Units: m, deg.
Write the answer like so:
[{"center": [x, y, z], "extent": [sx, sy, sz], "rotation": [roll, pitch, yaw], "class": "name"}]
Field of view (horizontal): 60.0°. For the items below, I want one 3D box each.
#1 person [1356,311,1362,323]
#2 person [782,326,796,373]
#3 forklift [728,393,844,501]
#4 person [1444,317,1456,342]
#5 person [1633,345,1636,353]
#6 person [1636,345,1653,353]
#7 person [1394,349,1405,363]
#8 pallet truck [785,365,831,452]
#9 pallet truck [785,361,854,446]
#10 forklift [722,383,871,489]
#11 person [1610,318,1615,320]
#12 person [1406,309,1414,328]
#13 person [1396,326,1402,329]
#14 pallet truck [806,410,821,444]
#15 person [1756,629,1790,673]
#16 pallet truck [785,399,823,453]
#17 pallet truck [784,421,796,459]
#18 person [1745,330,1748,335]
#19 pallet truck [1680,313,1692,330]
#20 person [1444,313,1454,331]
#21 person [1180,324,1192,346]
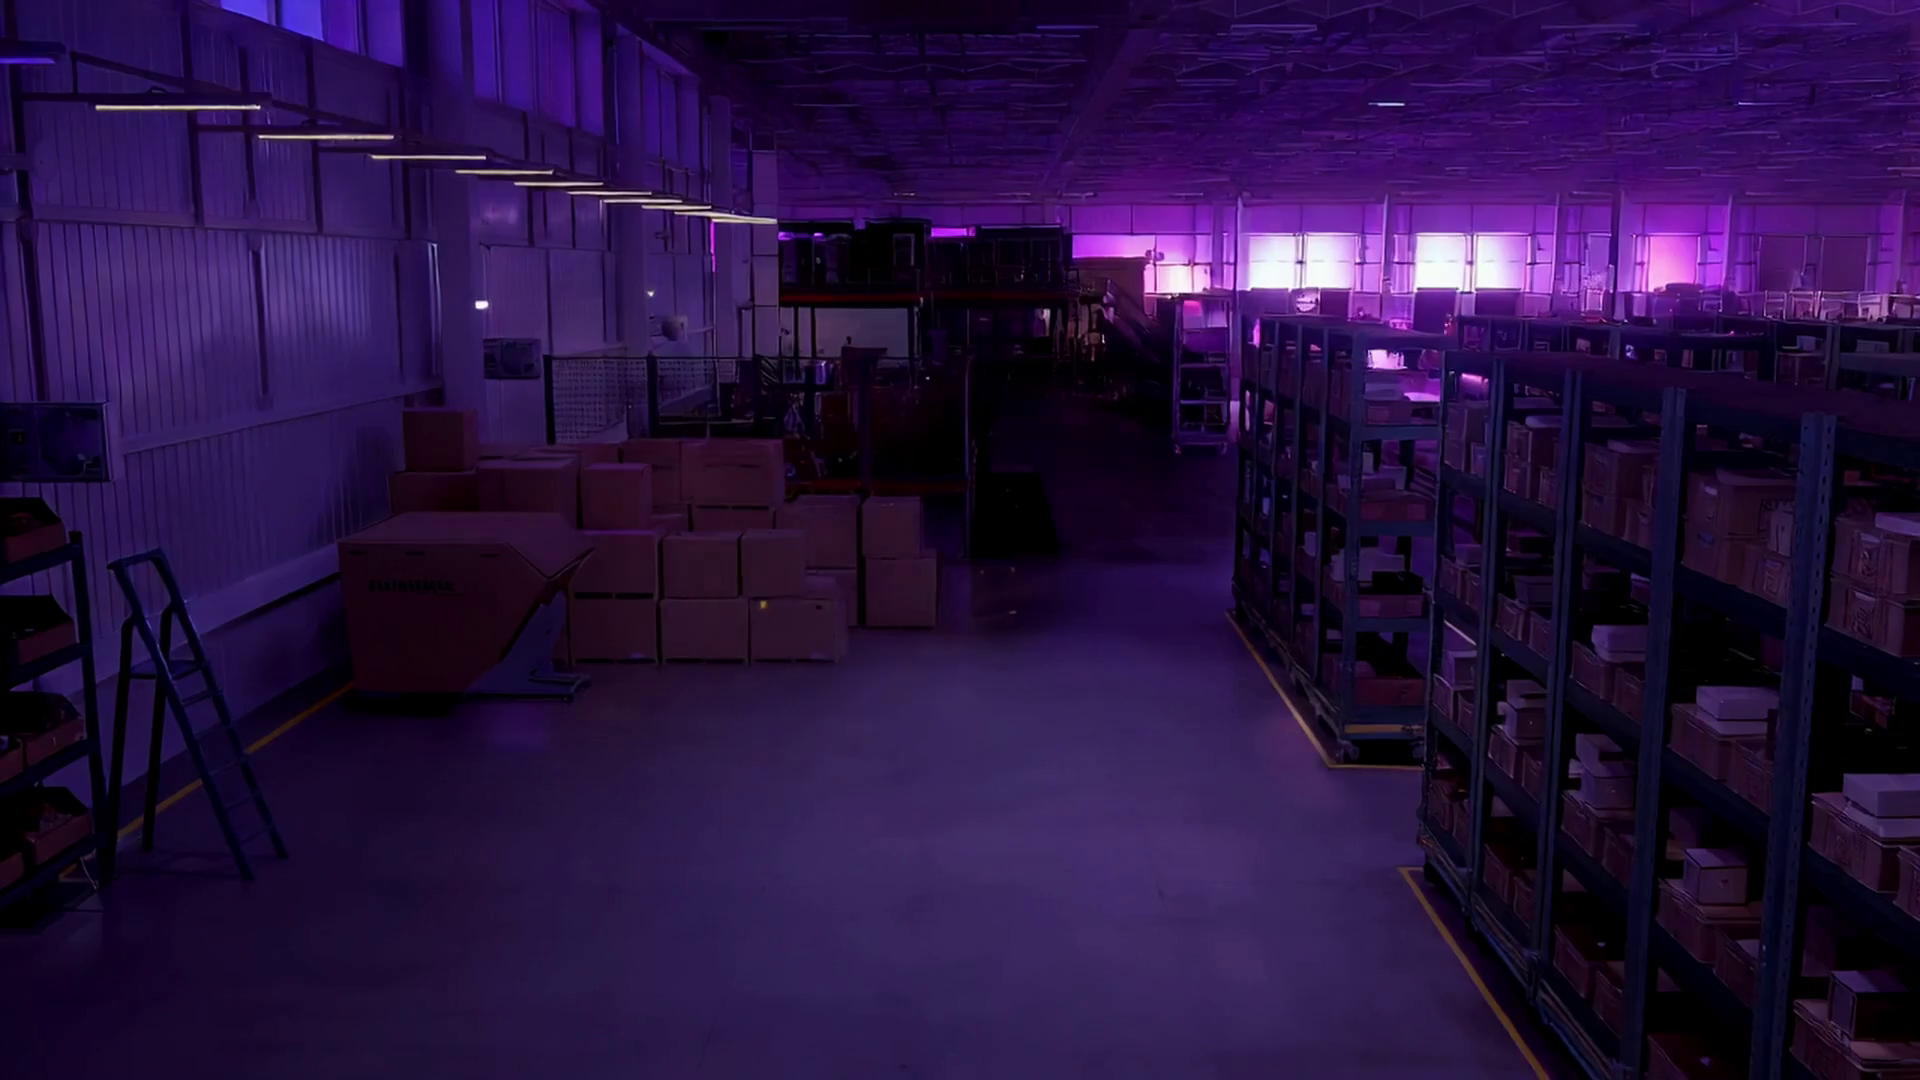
[{"center": [21.925, -11.688, 91.714], "extent": [0.969, 1.899, 0.546], "rotation": [6, 11, 33], "class": "person"}, {"center": [-6.947, -7.653, 66.881], "extent": [0.627, 1.871, 0.589], "rotation": [1, 9, 3], "class": "person"}, {"center": [-2.979, -1.316, 26.476], "extent": [2.680, 1.987, 1.157], "rotation": [0, 9, 1], "class": "forklift"}, {"center": [22.655, -9.346, 77.116], "extent": [1.041, 1.935, 0.652], "rotation": [-4, 10, -22], "class": "person"}, {"center": [24.572, -6.538, 60.216], "extent": [0.985, 1.795, 0.627], "rotation": [3, 10, 17], "class": "person"}, {"center": [24.432, -6.528, 59.414], "extent": [0.690, 2.000, 0.538], "rotation": [0, 9, -2], "class": "person"}, {"center": [13.564, -5.078, 51.318], "extent": [0.314, 1.768, 0.527], "rotation": [-3, 10, -15], "class": "person"}, {"center": [-3.774, -2.976, 37.635], "extent": [1.885, 1.965, 0.823], "rotation": [1, 9, 5], "class": "pallet truck"}, {"center": [-3.410, -3.193, 38.978], "extent": [1.885, 1.965, 0.823], "rotation": [0, 9, -1], "class": "pallet truck"}, {"center": [-2.893, -1.687, 28.729], "extent": [2.680, 1.987, 1.157], "rotation": [0, 9, -1], "class": "forklift"}, {"center": [30.700, -9.520, 78.391], "extent": [1.009, 1.871, 0.613], "rotation": [4, 10, 24], "class": "person"}, {"center": [25.634, -12.205, 94.818], "extent": [0.393, 1.921, 0.585], "rotation": [8, 12, 42], "class": "person"}, {"center": [16.341, -6.948, 61.999], "extent": [0.376, 2.042, 0.615], "rotation": [1, 9, 4], "class": "person"}, {"center": [-3.559, -2.018, 33.905], "extent": [1.522, 1.261, 0.704], "rotation": [0, 9, -1], "class": "pallet truck"}, {"center": [6.301, 1.157, 12.774], "extent": [0.936, 1.780, 0.595], "rotation": [-4, 10, -24], "class": "person"}, {"center": [-3.814, -2.432, 36.419], "extent": [1.630, 1.274, 0.653], "rotation": [0, 9, 1], "class": "pallet truck"}, {"center": [-4.013, -1.793, 32.705], "extent": [1.601, 1.201, 0.680], "rotation": [0, 9, 1], "class": "pallet truck"}, {"center": [39.399, -10.275, 83.728], "extent": [0.537, 1.662, 0.855], "rotation": [3, 10, 17], "class": "person"}, {"center": [36.315, -10.531, 84.244], "extent": [0.823, 1.965, 1.885], "rotation": [-6, 11, -33], "class": "pallet truck"}, {"center": [25.224, -10.778, 85.965], "extent": [0.420, 1.940, 0.600], "rotation": [-5, 10, -28], "class": "person"}, {"center": [10.631, -9.505, 78.530], "extent": [0.624, 1.803, 0.927], "rotation": [-2, 9, -13], "class": "person"}]
